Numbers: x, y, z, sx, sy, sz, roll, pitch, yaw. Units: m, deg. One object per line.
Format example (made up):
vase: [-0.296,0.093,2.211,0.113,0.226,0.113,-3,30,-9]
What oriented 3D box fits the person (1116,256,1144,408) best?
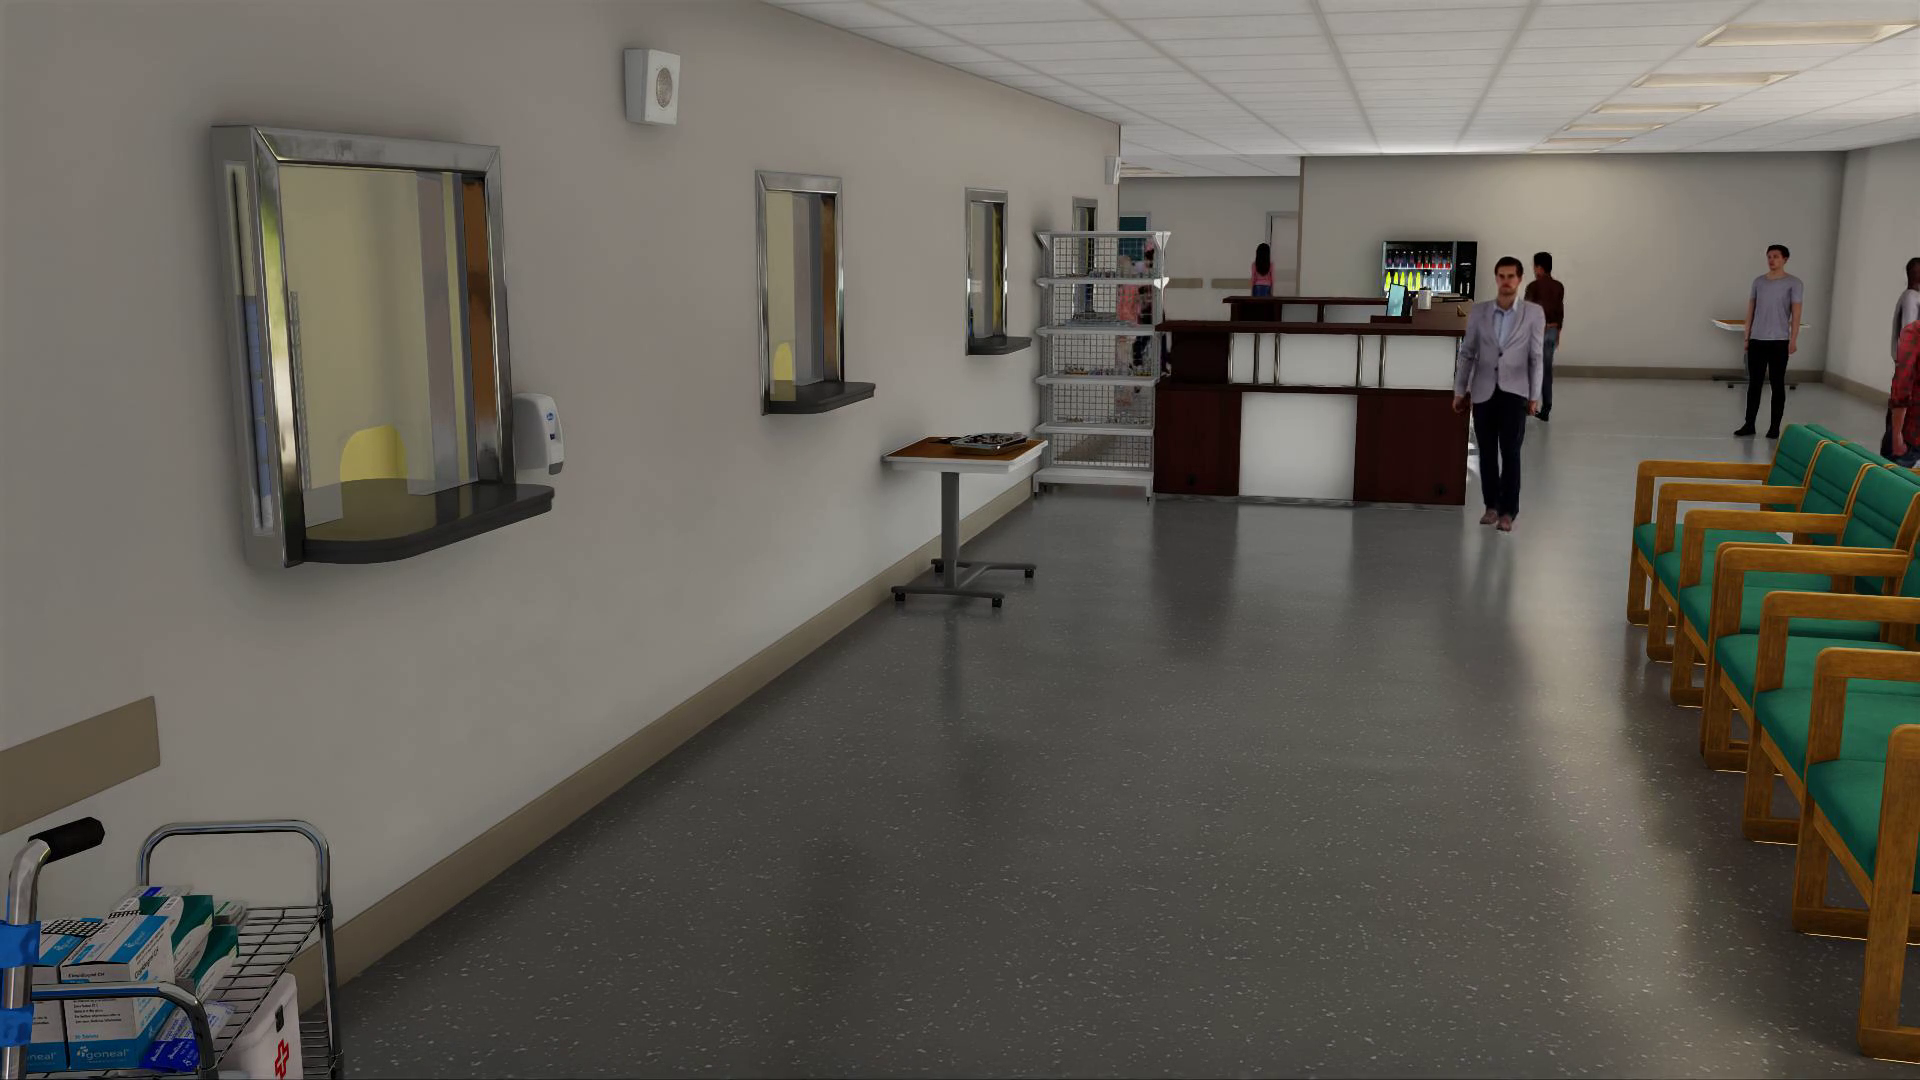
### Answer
person: [1.948,-2.357,18.835,0.799,1.714,0.736,-2,11,-11]

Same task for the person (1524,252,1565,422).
person: [6.170,-2.126,17.498,0.744,1.758,0.866,-2,11,-10]

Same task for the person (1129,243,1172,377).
person: [2.502,-3.125,22.647,1.209,1.802,1.183,-4,12,-22]

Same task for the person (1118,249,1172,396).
person: [2.412,-2.577,19.936,1.158,1.734,0.640,3,11,13]

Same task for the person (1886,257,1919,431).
person: [8.342,-1.594,14.659,0.650,1.772,0.681,8,13,35]

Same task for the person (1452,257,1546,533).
person: [3.700,-0.990,11.338,0.929,1.824,0.902,7,13,32]

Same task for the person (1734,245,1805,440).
person: [7.921,-1.941,16.241,0.797,1.863,0.691,-9,14,-39]

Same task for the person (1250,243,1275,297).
person: [5.311,-4.349,29.258,0.441,1.742,0.626,2,11,13]
